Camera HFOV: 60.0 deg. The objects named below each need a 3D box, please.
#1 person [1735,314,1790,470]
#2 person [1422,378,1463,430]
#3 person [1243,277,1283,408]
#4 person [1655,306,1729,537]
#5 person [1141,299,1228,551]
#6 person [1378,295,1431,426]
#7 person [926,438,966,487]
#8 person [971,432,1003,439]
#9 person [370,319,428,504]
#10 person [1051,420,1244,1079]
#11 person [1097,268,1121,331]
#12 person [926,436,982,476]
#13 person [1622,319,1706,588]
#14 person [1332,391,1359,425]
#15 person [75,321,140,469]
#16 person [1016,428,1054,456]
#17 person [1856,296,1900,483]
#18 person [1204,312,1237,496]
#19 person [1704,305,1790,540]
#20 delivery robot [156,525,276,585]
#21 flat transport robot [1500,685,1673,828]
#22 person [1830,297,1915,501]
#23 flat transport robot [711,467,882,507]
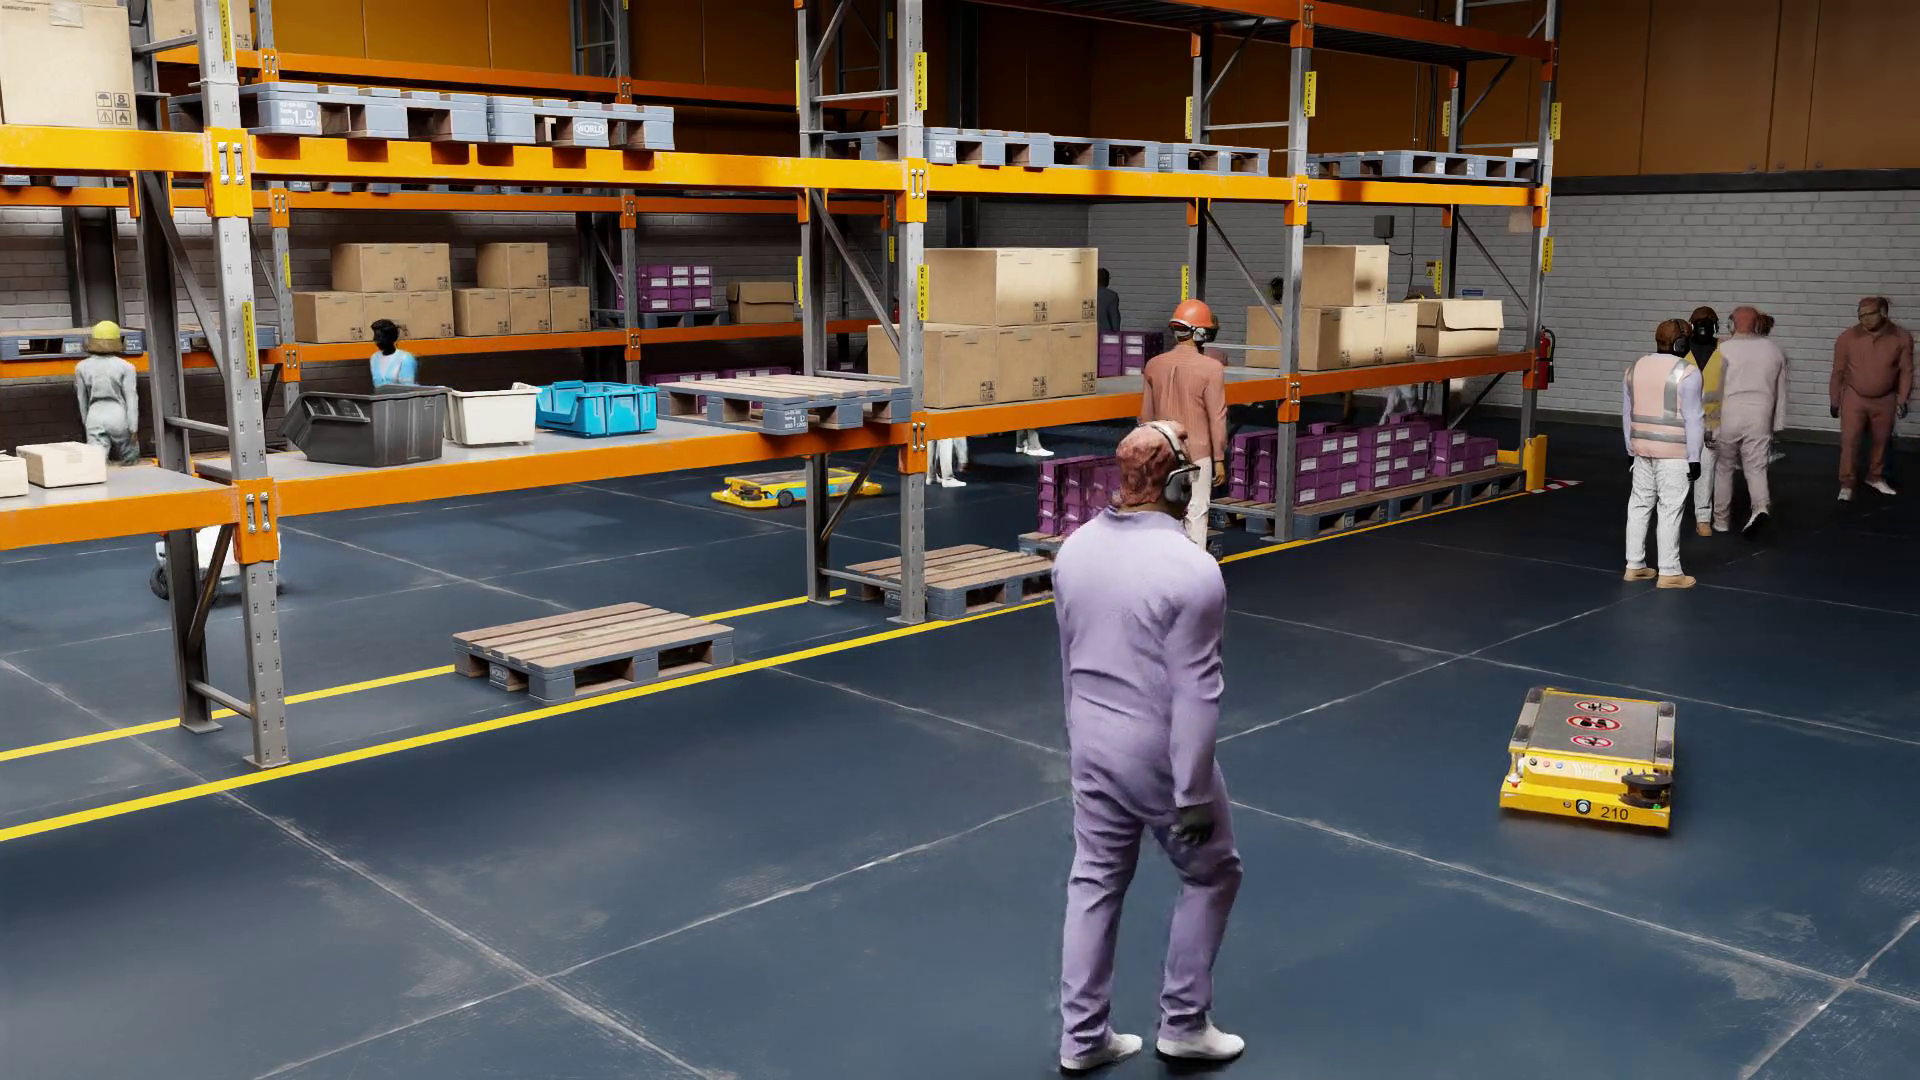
[{"bbox_3d":[8.218,-1.511,17.098,0.857,1.591,0.531,-2,11,-11],"label":"person"},{"bbox_3d":[5.052,-1.582,17.421,0.428,1.628,0.570,10,14,43],"label":"person"},{"bbox_3d":[4.340,-2.726,23.107,0.876,1.820,0.540,8,13,36],"label":"person"},{"bbox_3d":[5.898,-0.946,13.344,0.621,1.845,0.429,3,11,18],"label":"person"},{"bbox_3d":[1.473,-0.563,10.837,0.621,1.992,0.397,9,14,39],"label":"person"},{"bbox_3d":[4.527,-1.590,16.979,0.966,1.812,0.588,-5,11,-24],"label":"person"},{"bbox_3d":[-0.168,-1.327,15.993,0.286,1.632,0.500,-8,13,-39],"label":"person"},{"bbox_3d":[0.312,-2.080,19.735,0.533,1.767,0.325,-9,14,-41],"label":"person"},{"bbox_3d":[-5.063,-1.115,14.741,0.545,1.665,0.748,4,11,23],"label":"person"},{"bbox_3d":[0.566,0.604,4.756,0.686,1.891,0.670,-8,13,-36],"label":"person"},{"bbox_3d":[2.016,-2.910,23.791,0.635,1.939,0.362,7,13,35],"label":"person"},{"bbox_3d":[-0.092,-1.578,16.695,0.971,1.907,0.642,-10,14,-42],"label":"person"},{"bbox_3d":[4.846,-0.594,11.429,0.429,1.843,0.633,-5,11,-25],"label":"person"},{"bbox_3d":[4.712,-2.245,20.193,0.523,1.927,0.561,-9,14,-42],"label":"person"},{"bbox_3d":[-7.010,-0.956,13.776,0.506,1.694,0.891,-1,10,-6],"label":"person"},{"bbox_3d":[0.812,-1.882,18.222,0.382,1.923,0.591,-4,11,-23],"label":"person"},{"bbox_3d":[8.906,-1.460,16.208,0.568,1.814,0.615,7,12,32],"label":"person"},{"bbox_3d":[2.214,-1.184,14.966,0.913,1.719,0.525,-10,14,-42],"label":"person"},{"bbox_3d":[6.226,-0.923,13.181,0.663,1.861,0.854,2,11,12],"label":"person"},{"bbox_3d":[-4.892,0.085,10.980,0.477,0.478,0.707,10,14,42],"label":"delivery robot"},{"bbox_3d":[2.822,0.929,7.407,0.652,0.197,1.431,4,11,23],"label":"flat transport robot"},{"bbox_3d":[8.351,-1.302,15.271,0.674,1.862,0.828,4,11,21],"label":"person"},{"bbox_3d":[-1.480,-0.490,15.145,1.431,0.197,0.652,-8,13,-37],"label":"flat transport robot"}]
